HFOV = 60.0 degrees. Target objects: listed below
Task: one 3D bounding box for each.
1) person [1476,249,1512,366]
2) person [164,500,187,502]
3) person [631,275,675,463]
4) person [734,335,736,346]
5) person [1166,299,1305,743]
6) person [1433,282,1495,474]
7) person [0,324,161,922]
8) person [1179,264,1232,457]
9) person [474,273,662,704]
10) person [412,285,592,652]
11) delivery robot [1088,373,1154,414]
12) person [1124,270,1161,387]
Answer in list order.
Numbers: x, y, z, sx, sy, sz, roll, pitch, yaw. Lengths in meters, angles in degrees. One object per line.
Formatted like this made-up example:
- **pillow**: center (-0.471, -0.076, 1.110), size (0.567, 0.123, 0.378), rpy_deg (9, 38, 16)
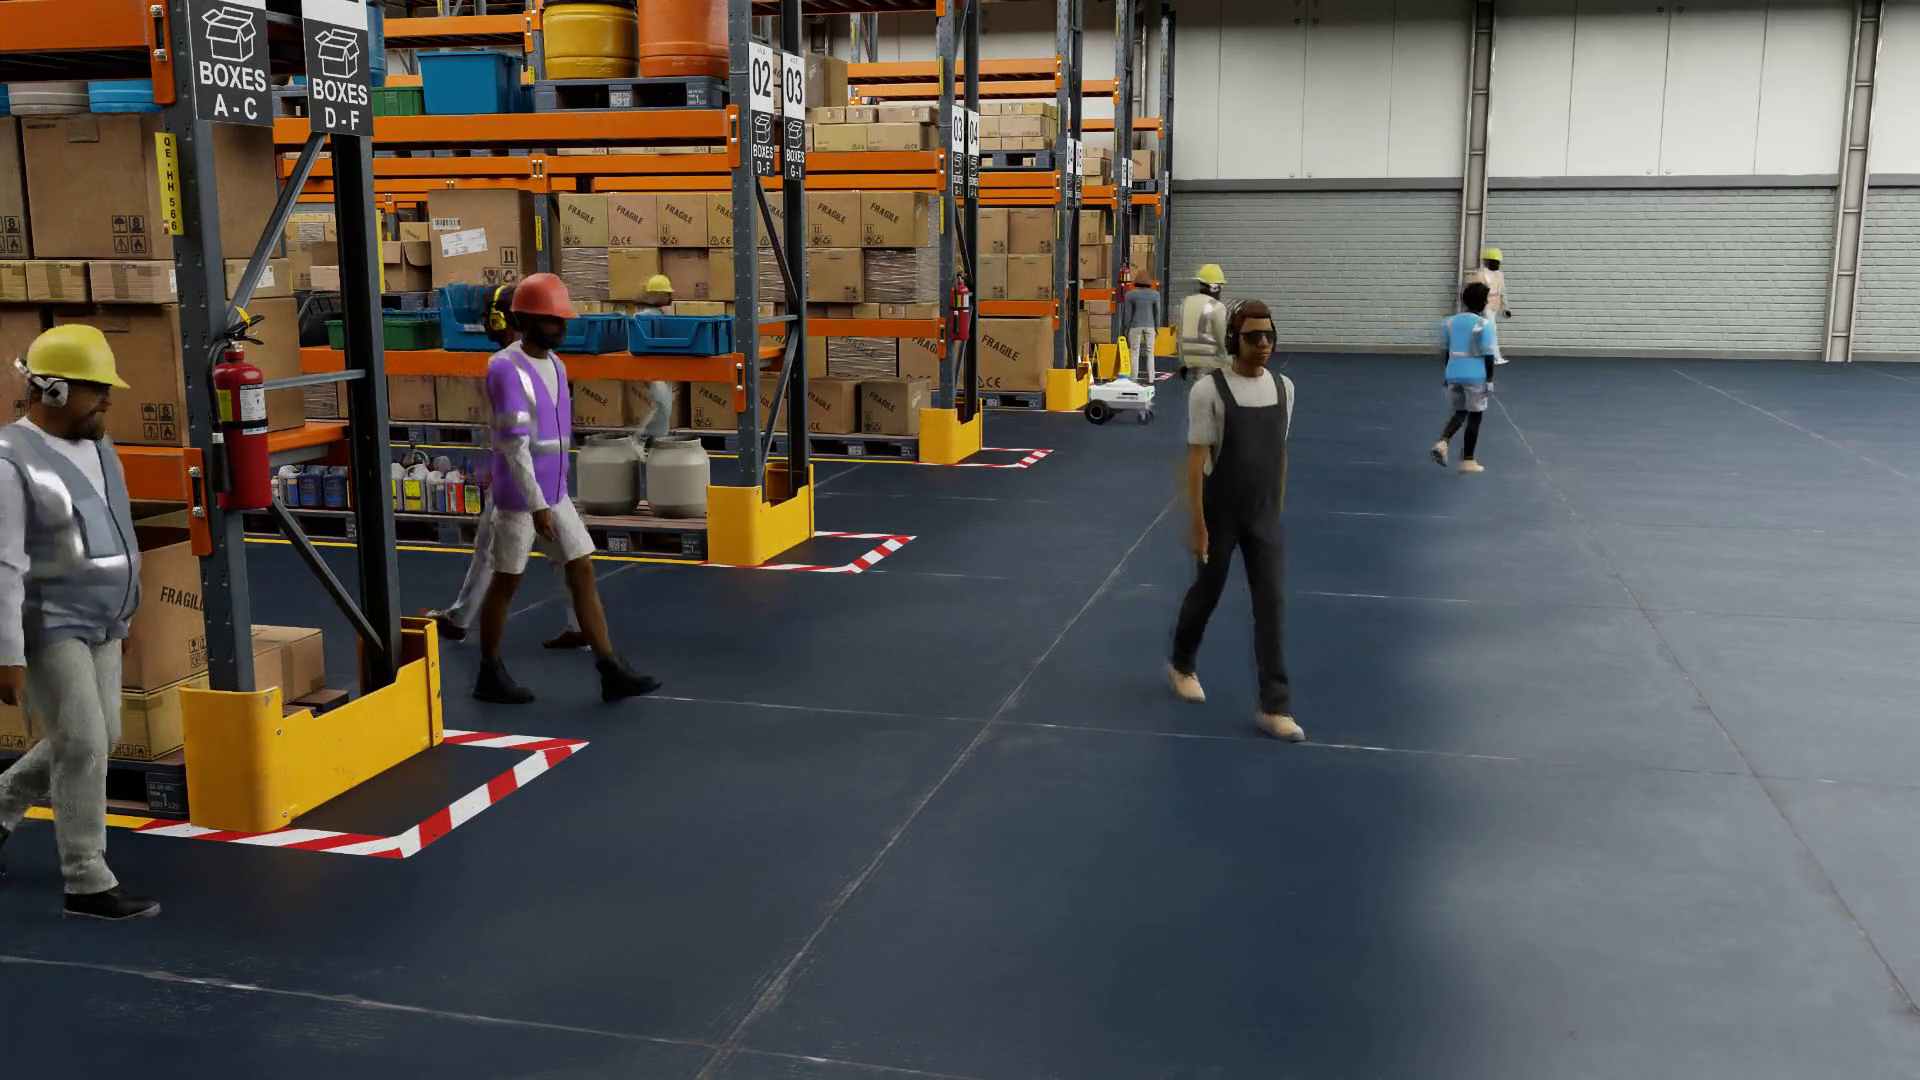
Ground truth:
- **person**: center (8.713, -3.769, 27.021), size (0.612, 1.889, 0.892), rpy_deg (-8, 13, -39)
- **person**: center (-3.732, -0.429, 8.145), size (0.483, 2.031, 0.639), rpy_deg (3, 11, 14)
- **person**: center (-2.719, -1.512, 14.955), size (0.405, 1.728, 0.509), rpy_deg (2, 10, 12)
- **person**: center (-2.518, -2.190, 18.825), size (0.316, 1.696, 0.540), rpy_deg (7, 12, 34)
- **person**: center (1.156, -0.118, 7.064), size (0.517, 1.810, 0.956), rpy_deg (-4, 11, -20)
- **person**: center (4.433, -1.408, 14.527), size (0.408, 1.680, 0.545), rpy_deg (-6, 12, -31)
- **person**: center (-2.807, 0.247, 5.057), size (0.687, 1.803, 0.607), rpy_deg (1, 10, 4)
- **person**: center (2.392, -1.686, 15.707), size (0.618, 1.809, 0.616), rpy_deg (-5, 12, -28)
- **person**: center (-1.749, -0.191, 7.207), size (0.966, 1.890, 0.565), rpy_deg (4, 11, 21)
- **person**: center (-2.257, -0.344, 8.258), size (0.984, 1.814, 0.564), rpy_deg (3, 11, 16)
- **delivery robot**: center (1.805, -1.618, 18.561), size (0.707, 0.478, 0.477), rpy_deg (3, 11, 16)
- **person**: center (2.522, -2.919, 23.039), size (0.500, 1.633, 0.280), rpy_deg (0, 10, 2)
